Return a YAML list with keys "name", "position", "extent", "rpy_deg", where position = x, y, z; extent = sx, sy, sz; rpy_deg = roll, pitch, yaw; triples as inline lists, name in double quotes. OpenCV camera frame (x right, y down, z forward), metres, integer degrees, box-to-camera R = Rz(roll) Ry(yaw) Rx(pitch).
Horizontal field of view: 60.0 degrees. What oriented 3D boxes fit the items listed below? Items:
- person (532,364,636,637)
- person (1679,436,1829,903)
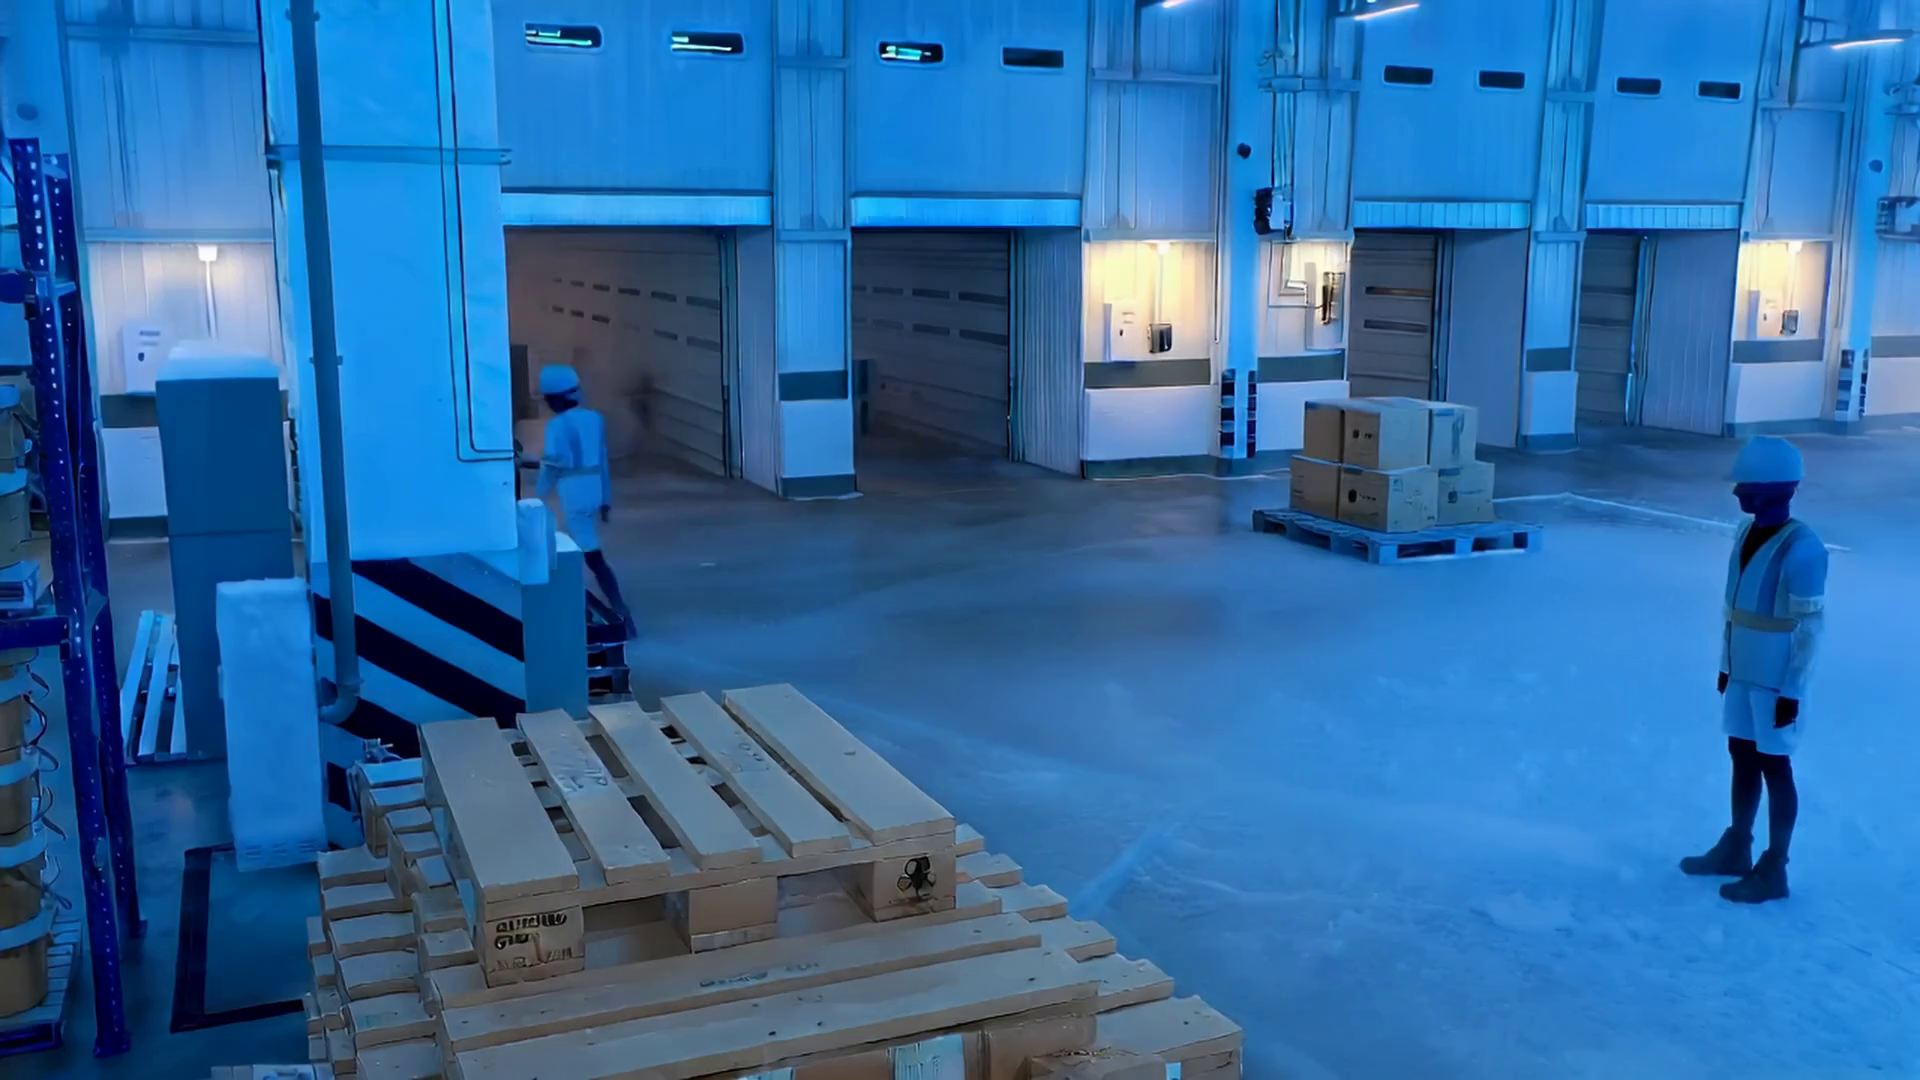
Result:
- name: "person"
  position: [-2.651, -0.264, 11.407]
  extent: [0.963, 1.878, 0.544]
  rpy_deg: [3, 11, 14]
- name: "person"
  position: [3.291, 0.533, 6.858]
  extent: [0.376, 1.934, 0.547]
  rpy_deg: [-1, 10, -4]
